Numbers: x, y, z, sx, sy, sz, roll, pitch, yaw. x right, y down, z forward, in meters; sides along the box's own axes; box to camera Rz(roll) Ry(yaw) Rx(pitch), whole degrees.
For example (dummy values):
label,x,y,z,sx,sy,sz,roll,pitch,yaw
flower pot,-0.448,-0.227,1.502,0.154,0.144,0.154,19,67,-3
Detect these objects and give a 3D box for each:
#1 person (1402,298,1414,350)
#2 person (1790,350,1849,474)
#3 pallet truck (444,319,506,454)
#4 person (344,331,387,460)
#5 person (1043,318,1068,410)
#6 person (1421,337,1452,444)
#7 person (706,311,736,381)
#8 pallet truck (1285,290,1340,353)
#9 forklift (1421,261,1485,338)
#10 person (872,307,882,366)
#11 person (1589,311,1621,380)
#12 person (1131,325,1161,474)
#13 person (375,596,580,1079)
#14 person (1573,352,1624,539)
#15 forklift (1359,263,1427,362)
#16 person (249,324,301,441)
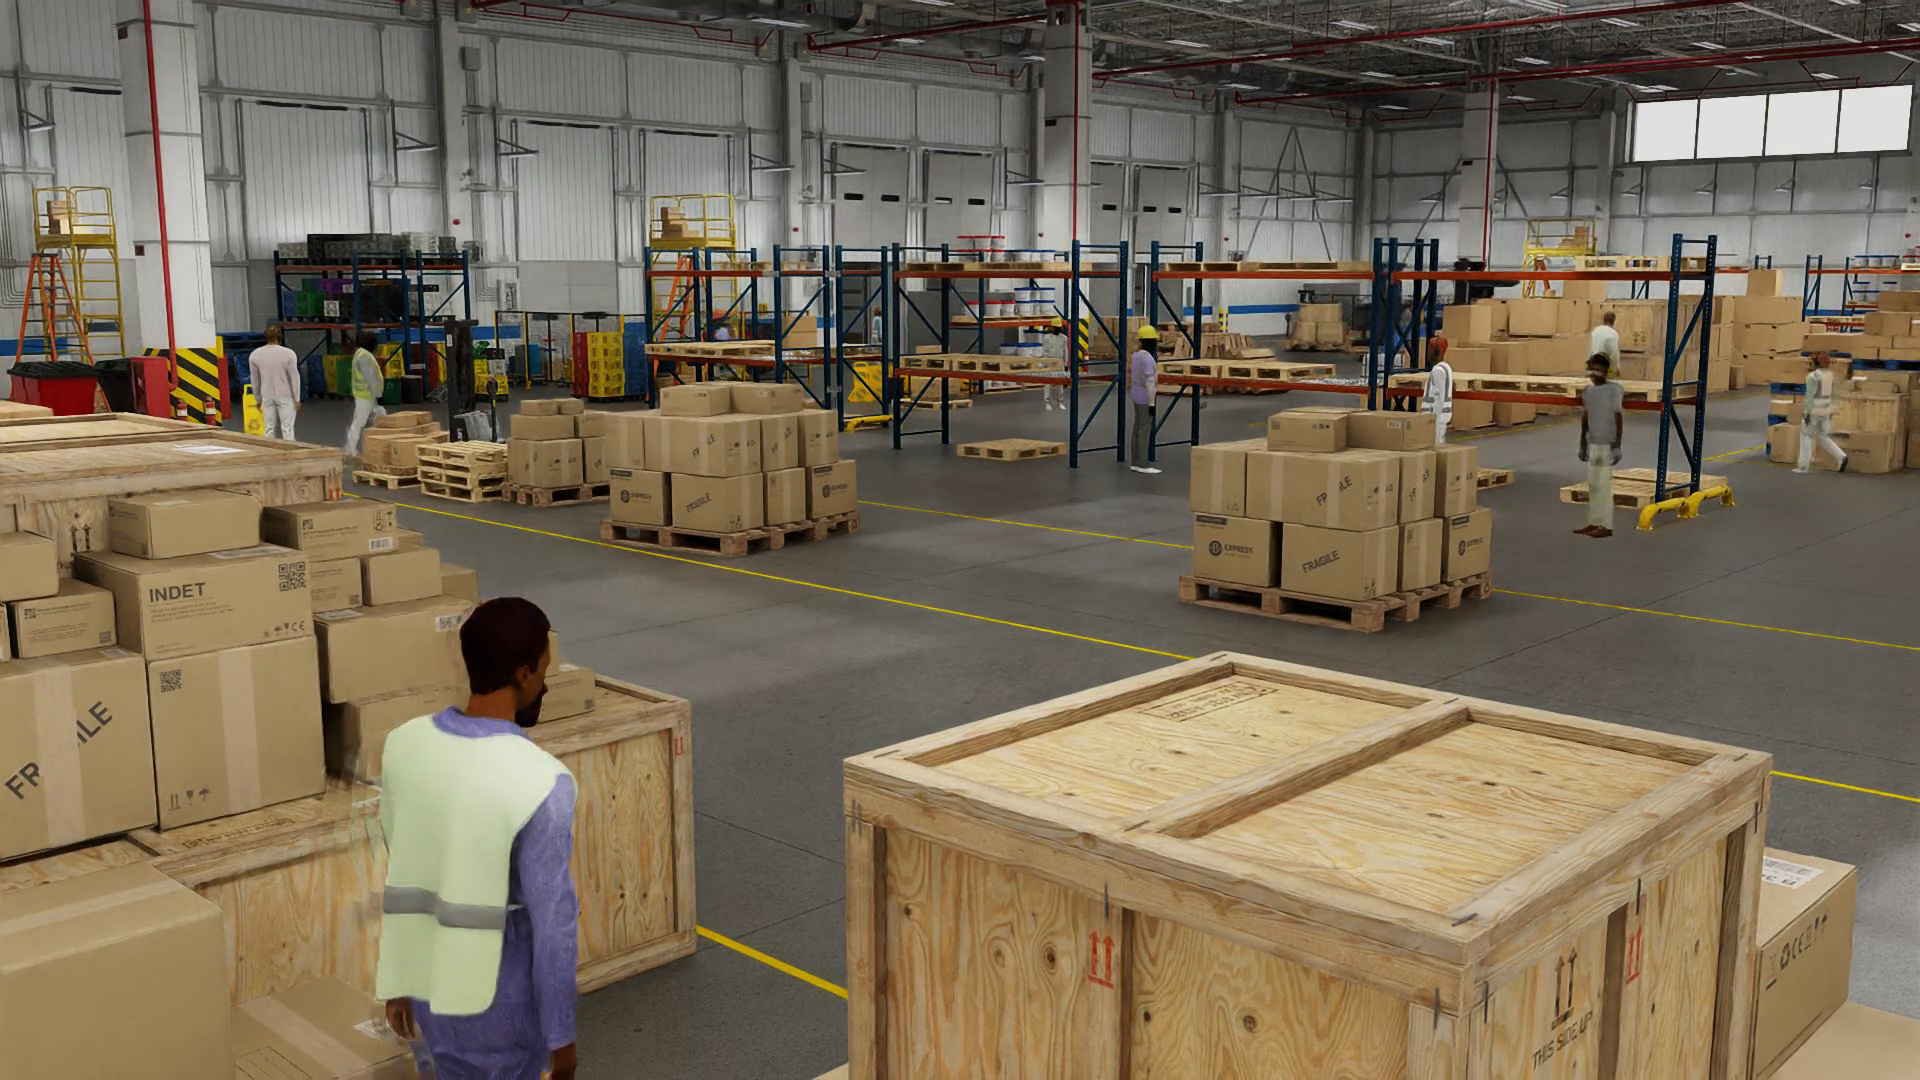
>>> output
label,x,y,z,sx,sy,sz,roll,pitch,yaw
person,11.373,-5.213,42.475,0.877,1.916,0.626,4,10,22
person,11.094,-1.625,21.385,0.522,1.622,0.610,-5,10,-28
pallet truck,-6.981,-1.942,22.150,1.885,1.965,0.823,1,9,9
person,-8.149,-2.003,23.146,0.963,1.790,0.630,-2,10,-13
person,1.804,-3.322,31.410,0.484,1.739,0.319,-2,9,-10
person,5.436,-1.373,19.007,0.343,1.882,0.586,4,10,21
person,-4.456,-3.347,31.187,0.968,1.869,0.638,-4,10,-26
pallet truck,11.297,-6.951,52.861,1.885,1.965,0.823,-5,11,-29
forklift,11.830,-5.104,38.837,1.873,2.768,1.129,9,13,43
person,-2.203,-5.400,44.482,0.312,1.633,0.517,-2,9,-11
person,11.387,-3.049,29.171,0.702,1.917,0.661,-2,10,-13
person,2.413,-1.829,21.662,0.360,1.930,0.589,-2,10,-14
person,-1.165,1.078,3.968,0.606,1.890,0.494,5,11,28
person,6.326,-0.935,16.462,0.407,1.850,0.605,-4,10,-24
forklift,12.348,-6.453,47.110,1.873,2.768,1.129,3,10,17
person,-8.883,-1.829,21.639,0.627,1.941,0.371,0,9,1
